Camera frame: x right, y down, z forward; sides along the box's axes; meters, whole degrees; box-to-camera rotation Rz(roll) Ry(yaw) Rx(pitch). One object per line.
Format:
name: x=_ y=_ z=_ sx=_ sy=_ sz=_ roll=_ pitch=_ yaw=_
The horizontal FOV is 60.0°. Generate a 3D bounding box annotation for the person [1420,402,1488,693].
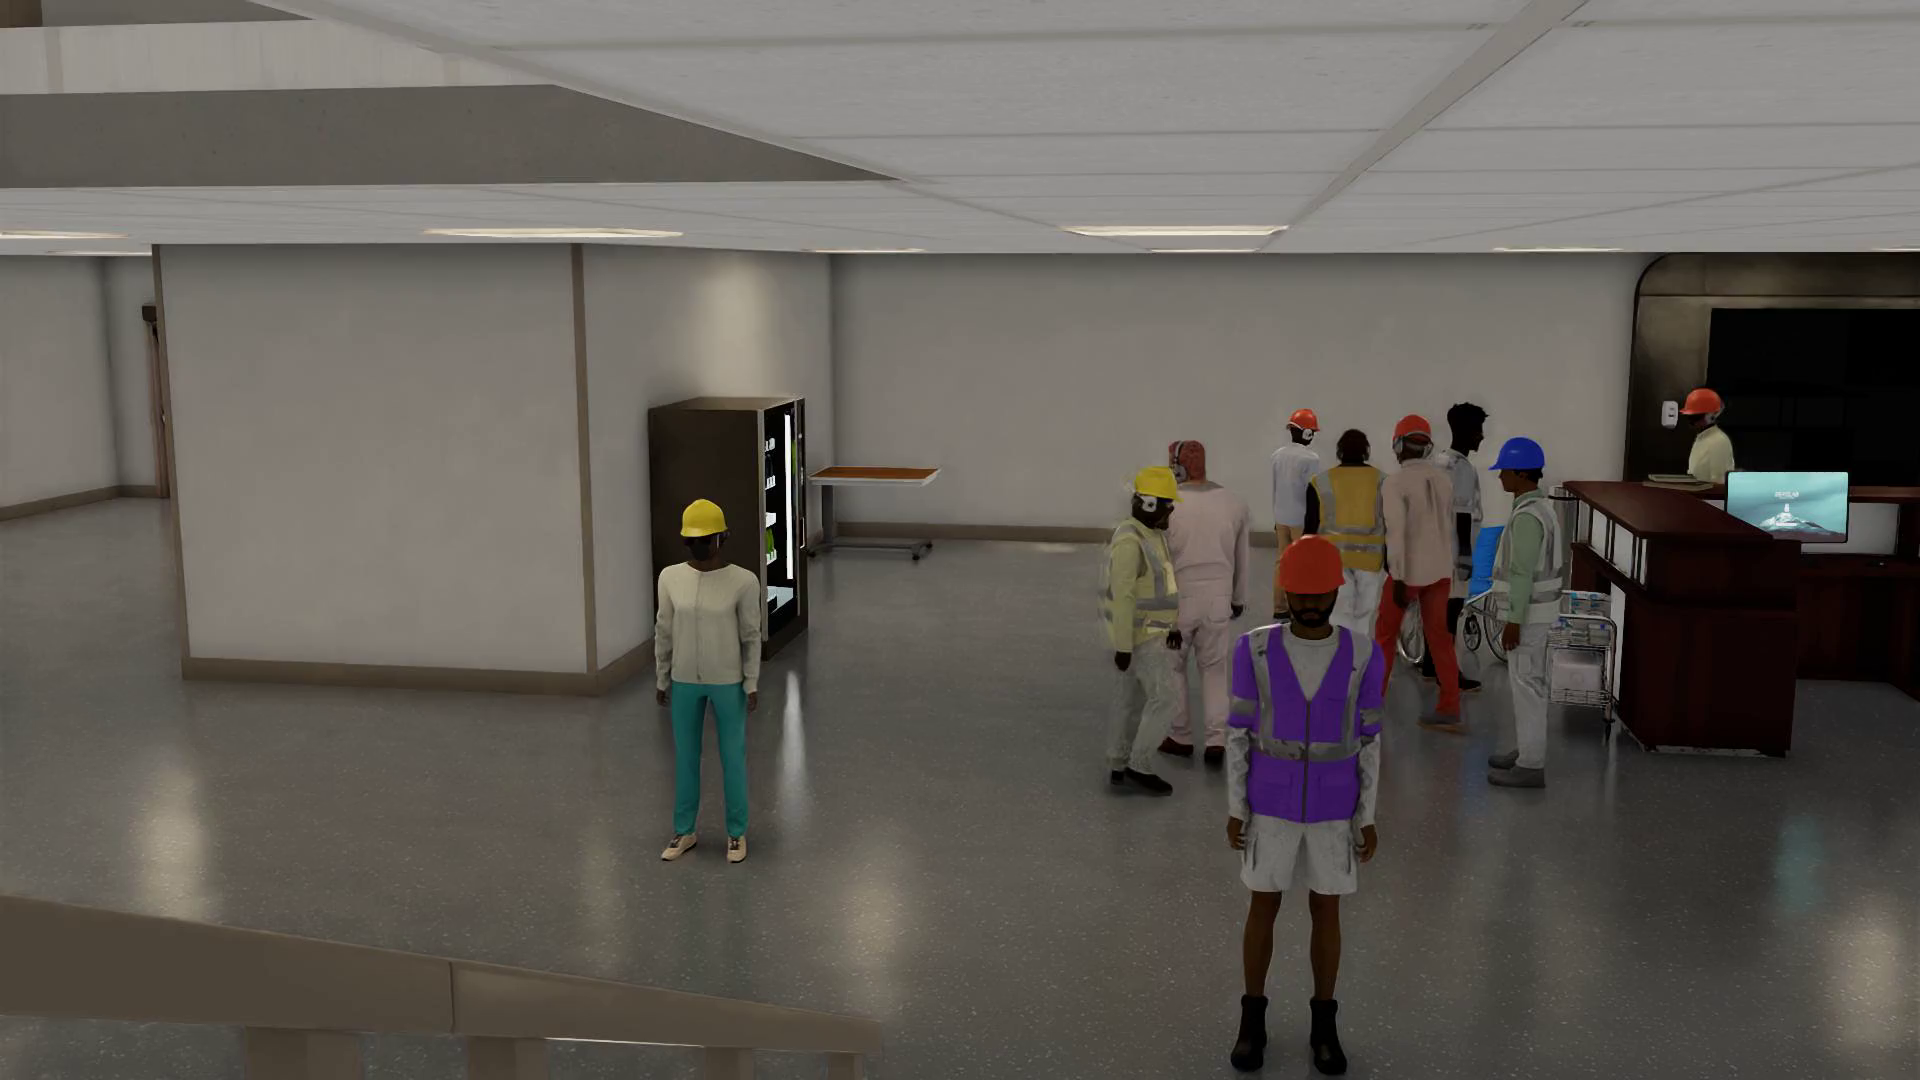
person: x=3.356 y=0.042 z=11.317 sx=0.369 sy=1.963 sz=0.609 roll=0 pitch=9 yaw=-2

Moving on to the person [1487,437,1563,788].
person: x=3.119 y=0.395 z=9.250 sx=0.421 sy=1.939 sz=0.600 roll=3 pitch=10 yaw=20

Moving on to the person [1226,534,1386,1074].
person: x=1.216 y=0.937 z=5.887 sx=0.551 sy=1.936 sz=0.374 roll=1 pitch=9 yaw=8

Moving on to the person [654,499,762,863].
person: x=-1.214 y=0.679 z=7.994 sx=0.523 sy=1.769 sz=0.316 roll=1 pitch=9 yaw=7

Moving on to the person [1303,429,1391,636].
person: x=2.644 y=0.145 z=11.256 sx=0.630 sy=1.791 sz=0.981 roll=1 pitch=9 yaw=7

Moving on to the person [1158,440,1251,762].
person: x=1.354 y=0.360 z=9.597 sx=0.686 sy=1.879 sz=0.548 roll=-2 pitch=9 yaw=-13

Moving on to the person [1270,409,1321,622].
person: x=2.731 y=-0.185 z=13.394 sx=0.352 sy=1.743 sz=0.564 roll=-4 pitch=10 yaw=-25

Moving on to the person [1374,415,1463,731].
person: x=2.836 y=0.195 z=10.446 sx=0.639 sy=1.931 sz=0.961 roll=-5 pitch=10 yaw=-28

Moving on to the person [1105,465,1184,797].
person: x=1.047 y=0.495 z=9.040 sx=0.524 sy=1.800 sz=0.588 roll=2 pitch=9 yaw=13
